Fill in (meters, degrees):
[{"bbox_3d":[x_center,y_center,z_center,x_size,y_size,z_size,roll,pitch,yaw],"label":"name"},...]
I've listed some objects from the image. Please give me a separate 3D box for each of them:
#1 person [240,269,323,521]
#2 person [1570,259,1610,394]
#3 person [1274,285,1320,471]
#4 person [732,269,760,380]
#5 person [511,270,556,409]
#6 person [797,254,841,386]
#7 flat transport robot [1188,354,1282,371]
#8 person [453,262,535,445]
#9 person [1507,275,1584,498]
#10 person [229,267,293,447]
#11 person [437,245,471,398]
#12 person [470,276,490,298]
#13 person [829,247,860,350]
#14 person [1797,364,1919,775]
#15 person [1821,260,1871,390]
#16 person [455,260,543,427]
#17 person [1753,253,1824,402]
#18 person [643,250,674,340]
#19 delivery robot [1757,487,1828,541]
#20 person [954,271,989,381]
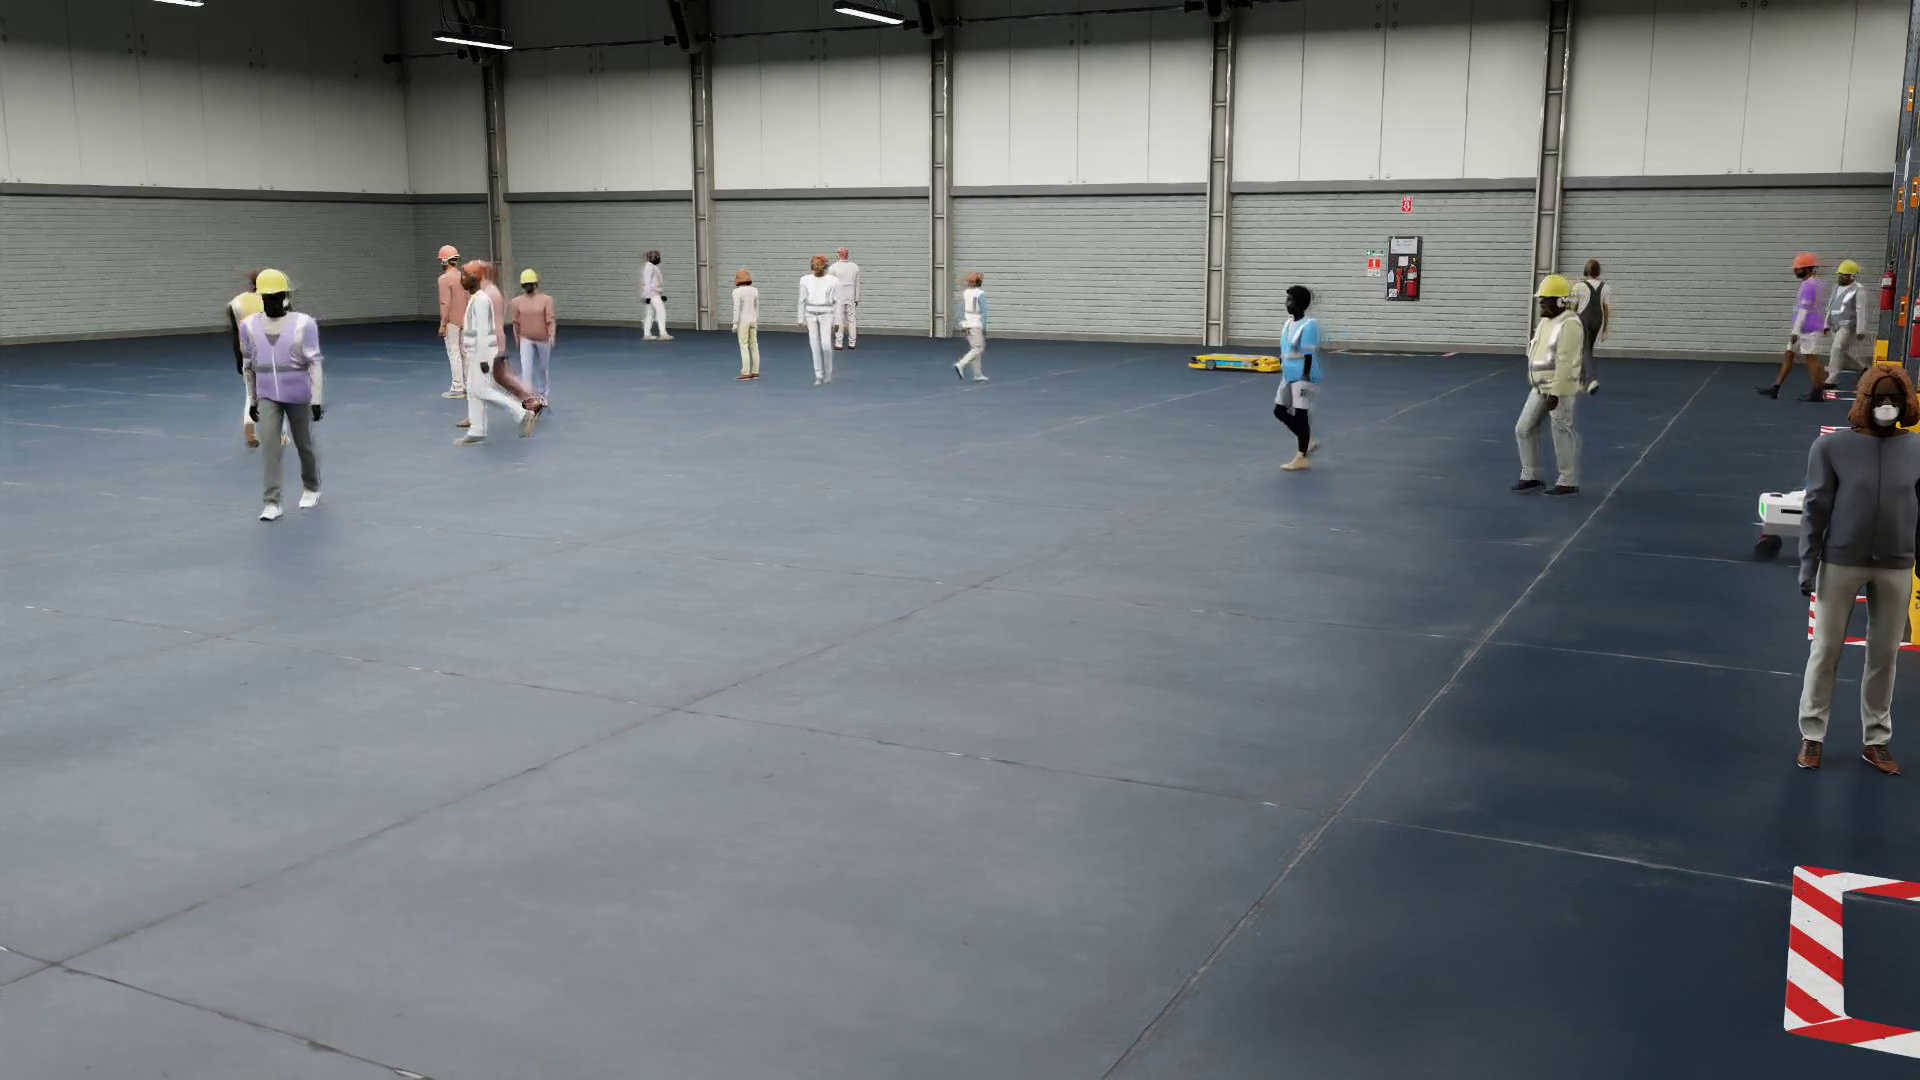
[{"bbox_3d":[-5.173,-1.129,12.745,0.603,1.882,0.979,-1,10,-5],"label":"person"},{"bbox_3d":[8.559,-2.893,22.564,0.502,1.812,0.945,-1,10,-6],"label":"person"},{"bbox_3d":[3.073,-1.460,15.053,0.389,1.688,0.537,-3,11,-17],"label":"person"},{"bbox_3d":[-3.178,-3.189,24.637,0.286,1.632,0.501,8,13,38],"label":"person"},{"bbox_3d":[-5.221,-2.446,20.390,0.529,1.707,0.951,-2,11,-10],"label":"person"},{"bbox_3d":[-2.010,-3.117,23.590,0.589,1.866,0.421,2,11,10],"label":"person"},{"bbox_3d":[4.401,-2.817,26.323,1.431,0.197,0.652,7,13,34],"label":"flat transport robot"},{"bbox_3d":[-4.795,-1.892,16.941,0.728,1.866,0.575,-3,11,-18],"label":"person"},{"bbox_3d":[4.747,-1.230,13.478,0.641,1.810,0.605,-2,11,-9],"label":"person"},{"bbox_3d":[-6.957,-1.811,16.613,0.631,1.823,0.760,-1,10,-5],"label":"person"},{"bbox_3d":[-6.652,-2.858,21.841,0.397,1.992,0.622,3,11,17],"label":"person"},{"bbox_3d":[-9.413,-4.663,32.649,0.310,1.642,0.514,5,12,27],"label":"person"},{"bbox_3d":[-2.180,-4.496,31.016,0.647,1.908,0.409,-7,12,-33],"label":"person"},{"bbox_3d":[3.600,0.117,6.604,0.507,1.633,0.277,3,11,14],"label":"person"},{"bbox_3d":[12.264,-2.958,22.933,0.772,1.798,0.598,-1,10,-5],"label":"person"},{"bbox_3d":[-5.195,-2.205,18.652,0.932,1.869,0.650,-4,11,-21],"label":"person"},{"bbox_3d":[10.716,-2.722,21.372,0.923,1.892,0.556,5,12,27],"label":"person"},{"bbox_3d":[-6.141,-4.979,33.910,0.791,1.814,0.640,0,10,-1],"label":"person"},{"bbox_3d":[5.597,-0.167,10.844,0.707,0.478,0.477,6,12,29],"label":"delivery robot"},{"bbox_3d":[0.175,-3.105,24.221,0.585,1.619,0.519,-7,12,-33],"label":"person"}]
